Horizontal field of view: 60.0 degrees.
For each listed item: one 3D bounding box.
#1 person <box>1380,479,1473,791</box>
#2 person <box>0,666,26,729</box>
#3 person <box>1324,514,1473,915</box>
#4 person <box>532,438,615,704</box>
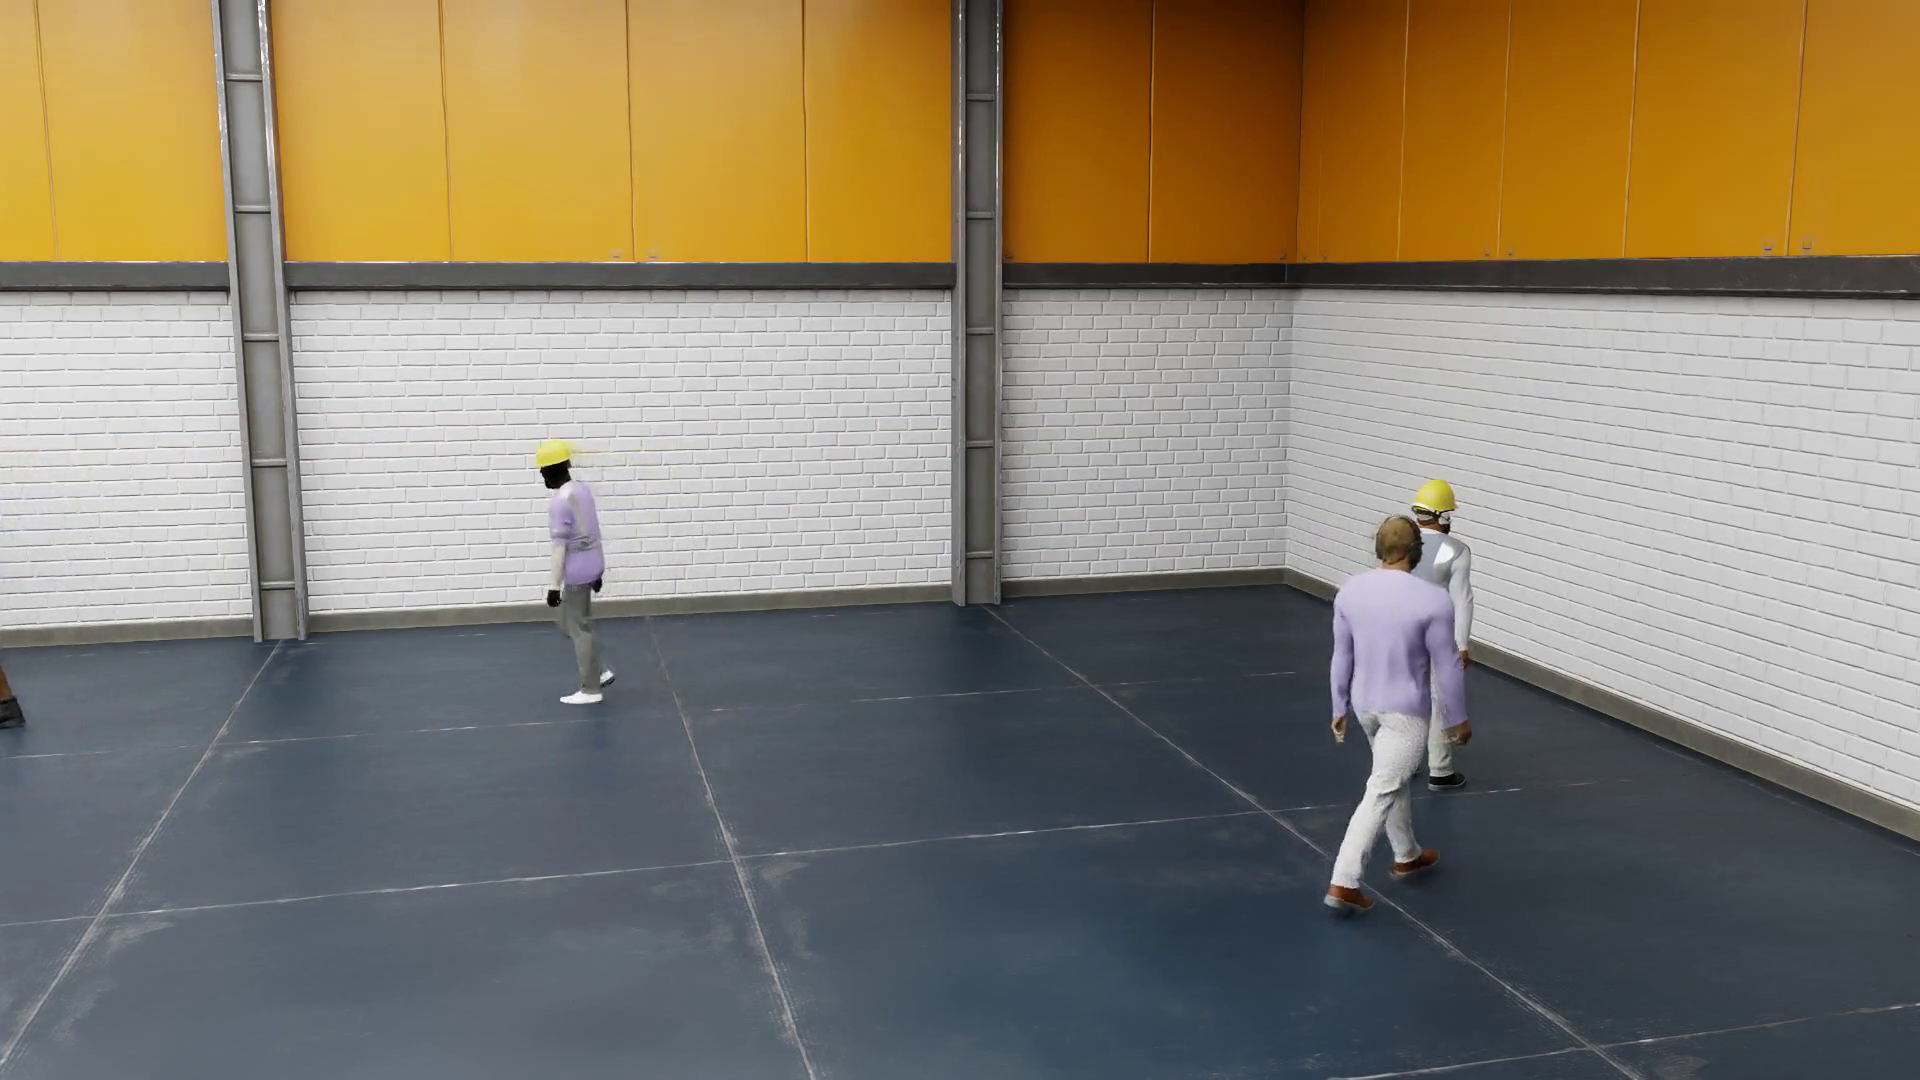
[{"bbox_3d":[2.762,0.553,9.833,0.404,1.833,0.591,-8,12,-41],"label":"person"},{"bbox_3d":[-6.698,0.365,10.838,1.016,1.883,0.564,-4,10,-23],"label":"person"},{"bbox_3d":[2.061,0.822,8.015,1.028,1.895,0.645,-7,11,-35],"label":"person"},{"bbox_3d":[-2.726,0.231,11.647,0.463,1.902,0.586,0,9,1],"label":"person"}]
